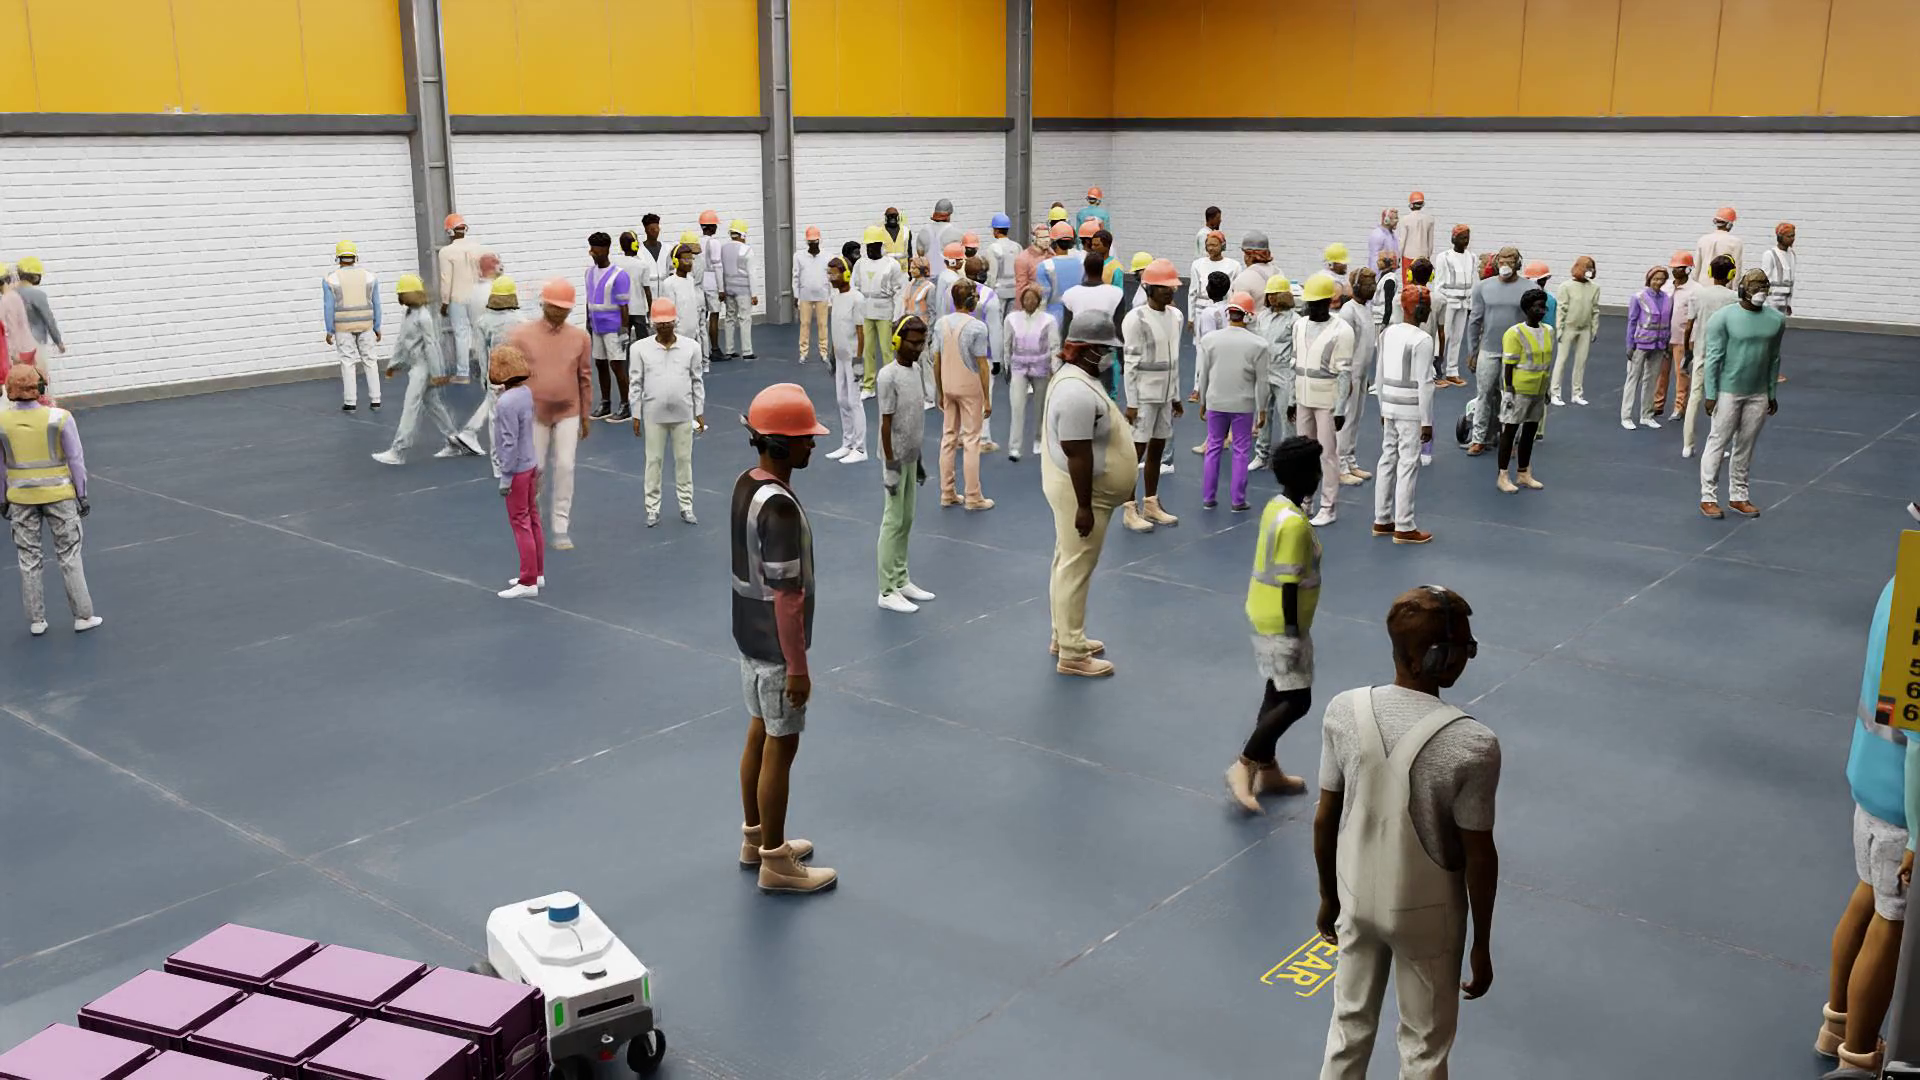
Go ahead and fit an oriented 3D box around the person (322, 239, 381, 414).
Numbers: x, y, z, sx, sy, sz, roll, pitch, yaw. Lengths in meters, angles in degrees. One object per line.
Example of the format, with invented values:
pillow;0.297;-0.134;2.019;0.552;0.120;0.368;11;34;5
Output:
person;-6.439;-2.262;17.635;0.599;1.830;0.403;-10;17;-35

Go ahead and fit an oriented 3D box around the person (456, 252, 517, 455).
person;-4.310;-1.736;15.467;0.902;1.866;0.648;-9;16;-31

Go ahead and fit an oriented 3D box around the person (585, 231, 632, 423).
person;-3.620;-2.181;17.066;0.608;1.958;0.373;12;18;39

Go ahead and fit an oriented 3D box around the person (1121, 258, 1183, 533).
person;1.474;-1.088;12.515;0.609;2.044;0.394;-13;19;-42

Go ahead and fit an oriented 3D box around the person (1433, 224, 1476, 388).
person;5.754;-2.721;19.364;0.584;1.882;0.337;-7;16;-27

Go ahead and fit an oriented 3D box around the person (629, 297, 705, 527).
person;-2.215;-0.970;12.632;0.572;1.748;0.342;-4;15;-16

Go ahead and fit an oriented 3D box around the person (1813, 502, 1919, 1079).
person;2.933;0.782;5.077;0.395;2.036;0.601;5;15;19

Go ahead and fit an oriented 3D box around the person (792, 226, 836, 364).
person;-1.863;-3.131;21.264;0.562;1.753;0.333;-1;14;-4

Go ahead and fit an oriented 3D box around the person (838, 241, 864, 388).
person;-1.282;-2.627;19.365;0.322;1.699;0.535;-1;14;-3

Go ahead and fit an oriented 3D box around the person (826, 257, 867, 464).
person;-1.037;-1.626;15.060;0.346;1.857;0.523;-10;17;-34

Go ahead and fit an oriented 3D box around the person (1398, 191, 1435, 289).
person;7.092;-4.437;25.995;0.611;1.996;0.379;-3;14;-13

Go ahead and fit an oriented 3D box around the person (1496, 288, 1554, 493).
person;4.712;-1.238;13.820;0.541;1.695;0.315;-8;16;-29

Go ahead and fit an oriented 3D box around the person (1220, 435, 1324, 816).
person;1.385;0.370;7.430;0.440;1.680;0.588;0;14;1

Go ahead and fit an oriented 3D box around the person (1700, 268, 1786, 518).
person;6.063;-1.133;12.908;0.631;1.939;0.370;-2;14;-10

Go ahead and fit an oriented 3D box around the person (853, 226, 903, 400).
person;-0.925;-2.481;18.316;0.595;1.925;0.370;7;16;27

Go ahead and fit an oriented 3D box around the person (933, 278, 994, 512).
person;0.030;-1.140;13.125;0.516;1.844;0.332;10;17;36

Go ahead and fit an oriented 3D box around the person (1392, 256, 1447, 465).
person;4.075;-1.593;14.888;0.533;1.868;0.310;-1;14;-2

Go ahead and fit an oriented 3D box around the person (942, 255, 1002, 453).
person;0.126;-1.724;15.495;0.639;1.836;0.430;10;17;35

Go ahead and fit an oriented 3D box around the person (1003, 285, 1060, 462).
person;0.648;-1.517;15.146;0.535;1.586;0.870;2;14;9

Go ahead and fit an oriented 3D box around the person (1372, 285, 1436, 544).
person;3.262;-0.916;12.153;0.342;1.882;0.587;-5;15;-20

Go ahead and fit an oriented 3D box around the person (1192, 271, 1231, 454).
person;2.372;-1.634;15.425;0.318;1.685;0.535;10;17;34

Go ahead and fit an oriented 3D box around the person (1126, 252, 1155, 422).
person;1.855;-2.026;16.842;0.326;1.759;0.534;-3;14;-10

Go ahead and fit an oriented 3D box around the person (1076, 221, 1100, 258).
person;1.462;-2.666;19.038;0.354;1.938;0.544;0;14;2

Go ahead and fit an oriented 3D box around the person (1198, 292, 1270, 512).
person;2.161;-1.085;13.127;0.575;1.737;0.355;6;15;23

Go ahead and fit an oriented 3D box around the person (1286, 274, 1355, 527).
person;2.718;-1.065;12.682;0.395;1.919;0.586;-9;17;-33

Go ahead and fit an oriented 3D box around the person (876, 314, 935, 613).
person;-0.342;-0.489;10.492;0.335;1.865;0.521;6;15;22

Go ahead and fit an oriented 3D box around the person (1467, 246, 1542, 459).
person;4.962;-1.713;15.227;0.636;1.938;0.355;6;15;22

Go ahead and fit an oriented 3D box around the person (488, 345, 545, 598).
person;-2.876;-0.443;10.770;0.277;1.633;0.507;0;14;0

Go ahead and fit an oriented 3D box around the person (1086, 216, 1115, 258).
person;1.646;-3.034;20.572;0.399;1.909;0.642;-6;15;-21

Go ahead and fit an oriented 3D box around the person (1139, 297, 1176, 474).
person;1.741;-1.391;14.557;0.269;1.632;0.505;-2;14;-10

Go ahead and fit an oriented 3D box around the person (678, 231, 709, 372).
person;-3.284;-2.899;20.362;0.305;1.743;0.494;4;15;15

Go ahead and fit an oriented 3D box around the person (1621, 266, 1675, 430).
person;6.907;-1.925;16.687;0.523;1.636;0.309;-4;15;-17

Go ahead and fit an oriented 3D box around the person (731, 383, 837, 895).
person;-0.699;0.391;6.607;0.393;2.041;0.613;-5;15;-20

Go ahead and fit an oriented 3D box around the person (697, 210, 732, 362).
person;-3.227;-3.275;21.468;0.543;1.939;0.370;13;19;41

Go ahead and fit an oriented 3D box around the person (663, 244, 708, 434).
person;-2.726;-1.987;16.462;0.312;1.869;0.535;5;15;20

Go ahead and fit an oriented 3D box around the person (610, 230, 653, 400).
person;-3.646;-2.488;18.475;0.521;1.867;0.336;2;14;9

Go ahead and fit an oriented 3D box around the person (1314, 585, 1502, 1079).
person;1.197;1.020;4.502;0.516;1.839;0.329;12;19;41

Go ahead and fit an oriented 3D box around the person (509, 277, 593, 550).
person;-2.995;-0.934;12.082;0.670;1.955;0.716;-6;15;-24

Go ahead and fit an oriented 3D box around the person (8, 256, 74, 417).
person;-9.401;-1.991;16.771;0.515;1.716;0.850;7;16;27
